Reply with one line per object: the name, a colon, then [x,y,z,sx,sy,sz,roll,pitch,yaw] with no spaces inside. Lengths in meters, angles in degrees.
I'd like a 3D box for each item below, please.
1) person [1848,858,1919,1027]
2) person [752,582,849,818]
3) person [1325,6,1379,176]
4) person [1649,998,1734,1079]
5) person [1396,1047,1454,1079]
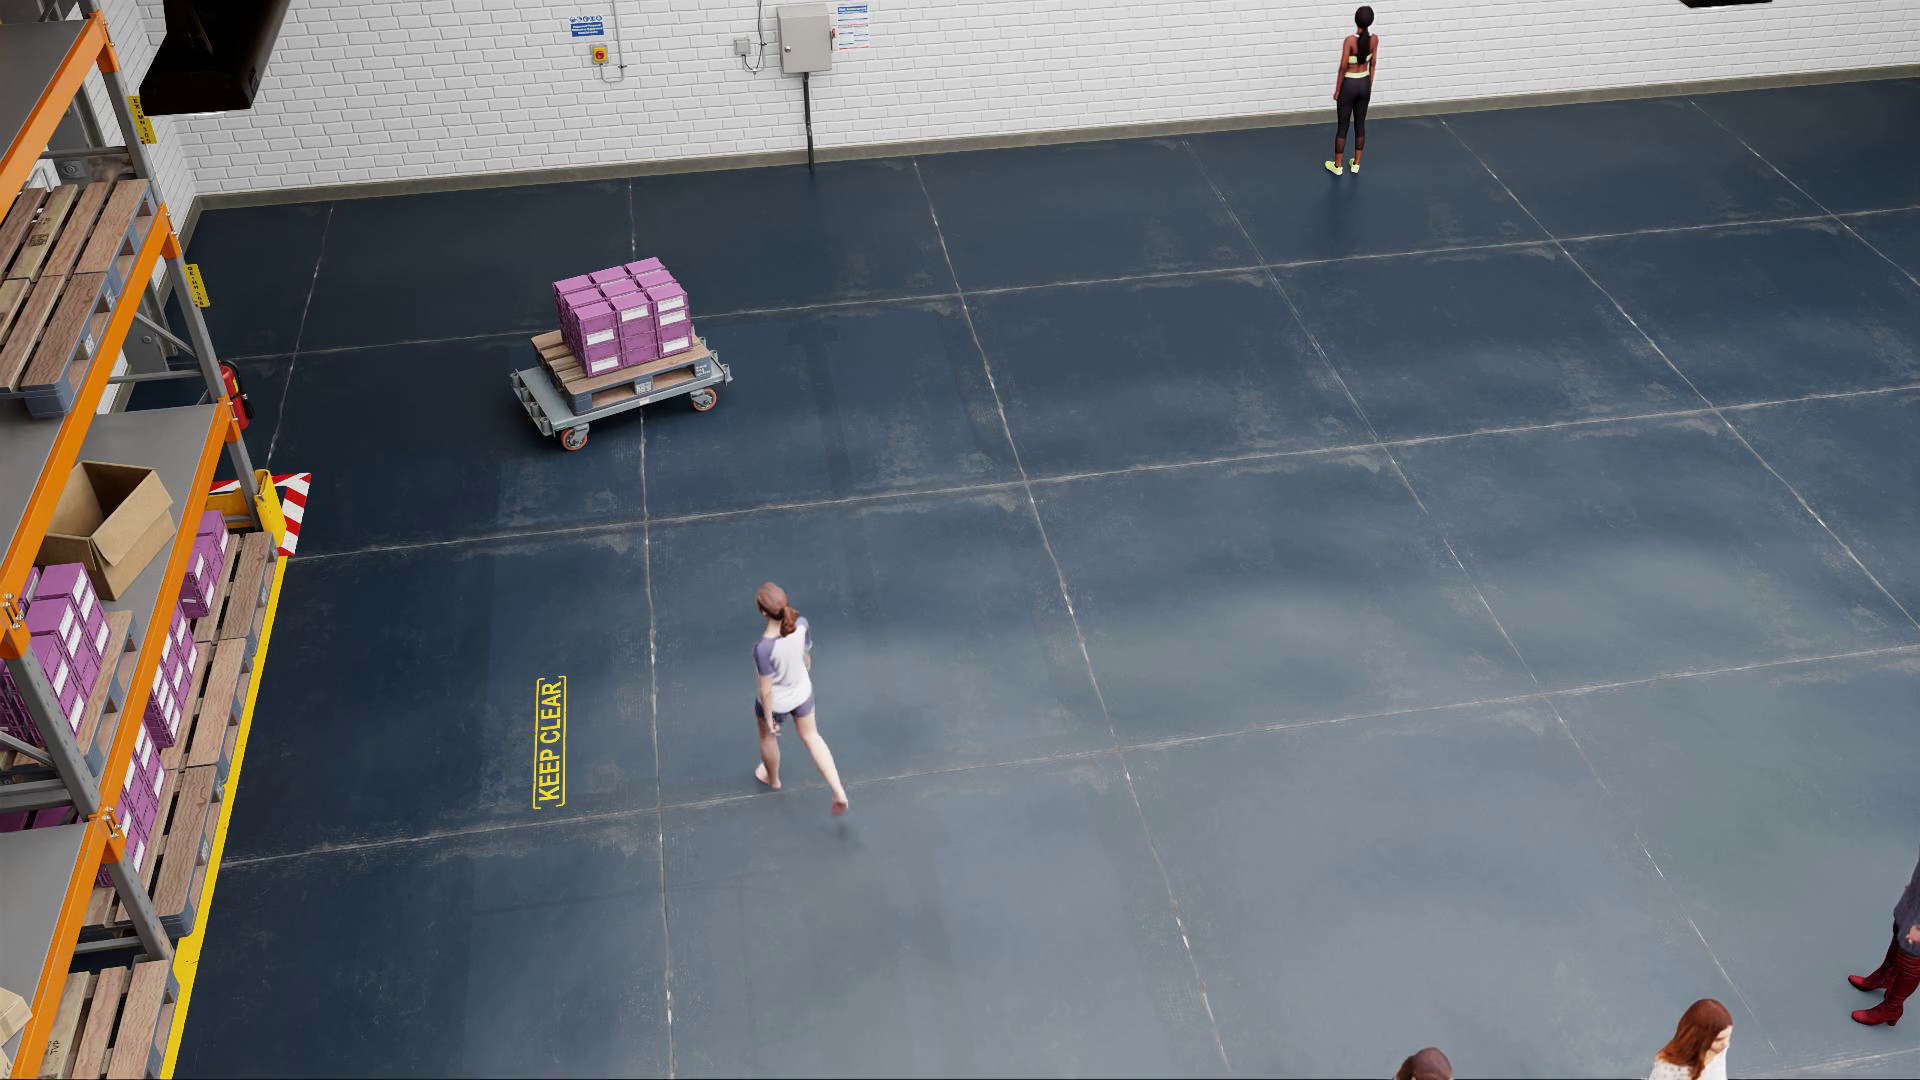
person: [5.158,1.963,8.859,0.723,1.712,0.623,14,41,17]
person: [-0.998,0.991,10.050,0.879,1.744,1.097,-27,46,-30]
person: [4.047,-4.604,17.049,0.557,1.753,0.492,-7,39,-8]
person: [3.296,2.709,7.946,0.744,1.685,1.192,-14,41,-17]
person: [2.065,2.848,7.895,0.639,1.532,1.060,-12,40,-15]
